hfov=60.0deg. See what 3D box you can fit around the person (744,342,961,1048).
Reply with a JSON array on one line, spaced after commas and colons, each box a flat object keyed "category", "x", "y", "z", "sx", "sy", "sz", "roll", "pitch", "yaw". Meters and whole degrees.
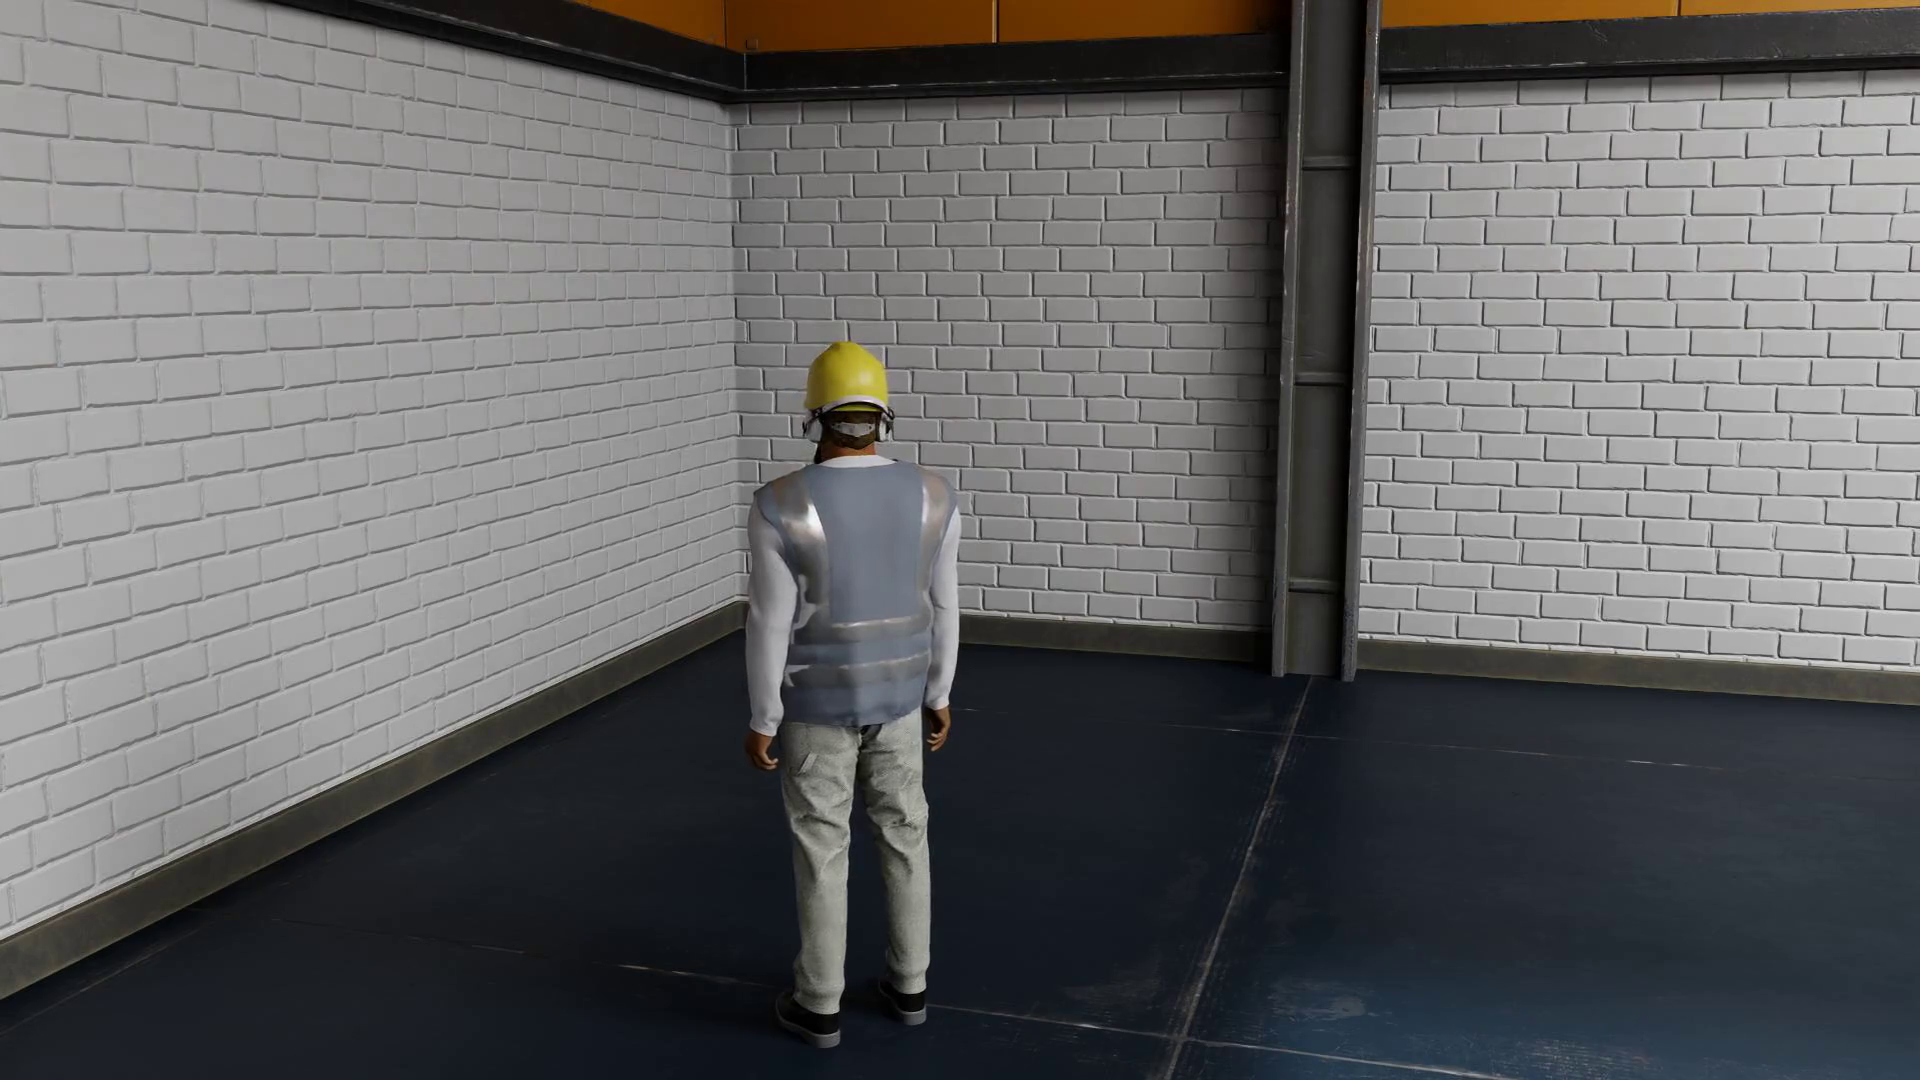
[{"category": "person", "x": -0.289, "y": 0.403, "z": 4.354, "sx": 0.602, "sy": 1.830, "sz": 0.404, "roll": -5, "pitch": 11, "yaw": -27}]
